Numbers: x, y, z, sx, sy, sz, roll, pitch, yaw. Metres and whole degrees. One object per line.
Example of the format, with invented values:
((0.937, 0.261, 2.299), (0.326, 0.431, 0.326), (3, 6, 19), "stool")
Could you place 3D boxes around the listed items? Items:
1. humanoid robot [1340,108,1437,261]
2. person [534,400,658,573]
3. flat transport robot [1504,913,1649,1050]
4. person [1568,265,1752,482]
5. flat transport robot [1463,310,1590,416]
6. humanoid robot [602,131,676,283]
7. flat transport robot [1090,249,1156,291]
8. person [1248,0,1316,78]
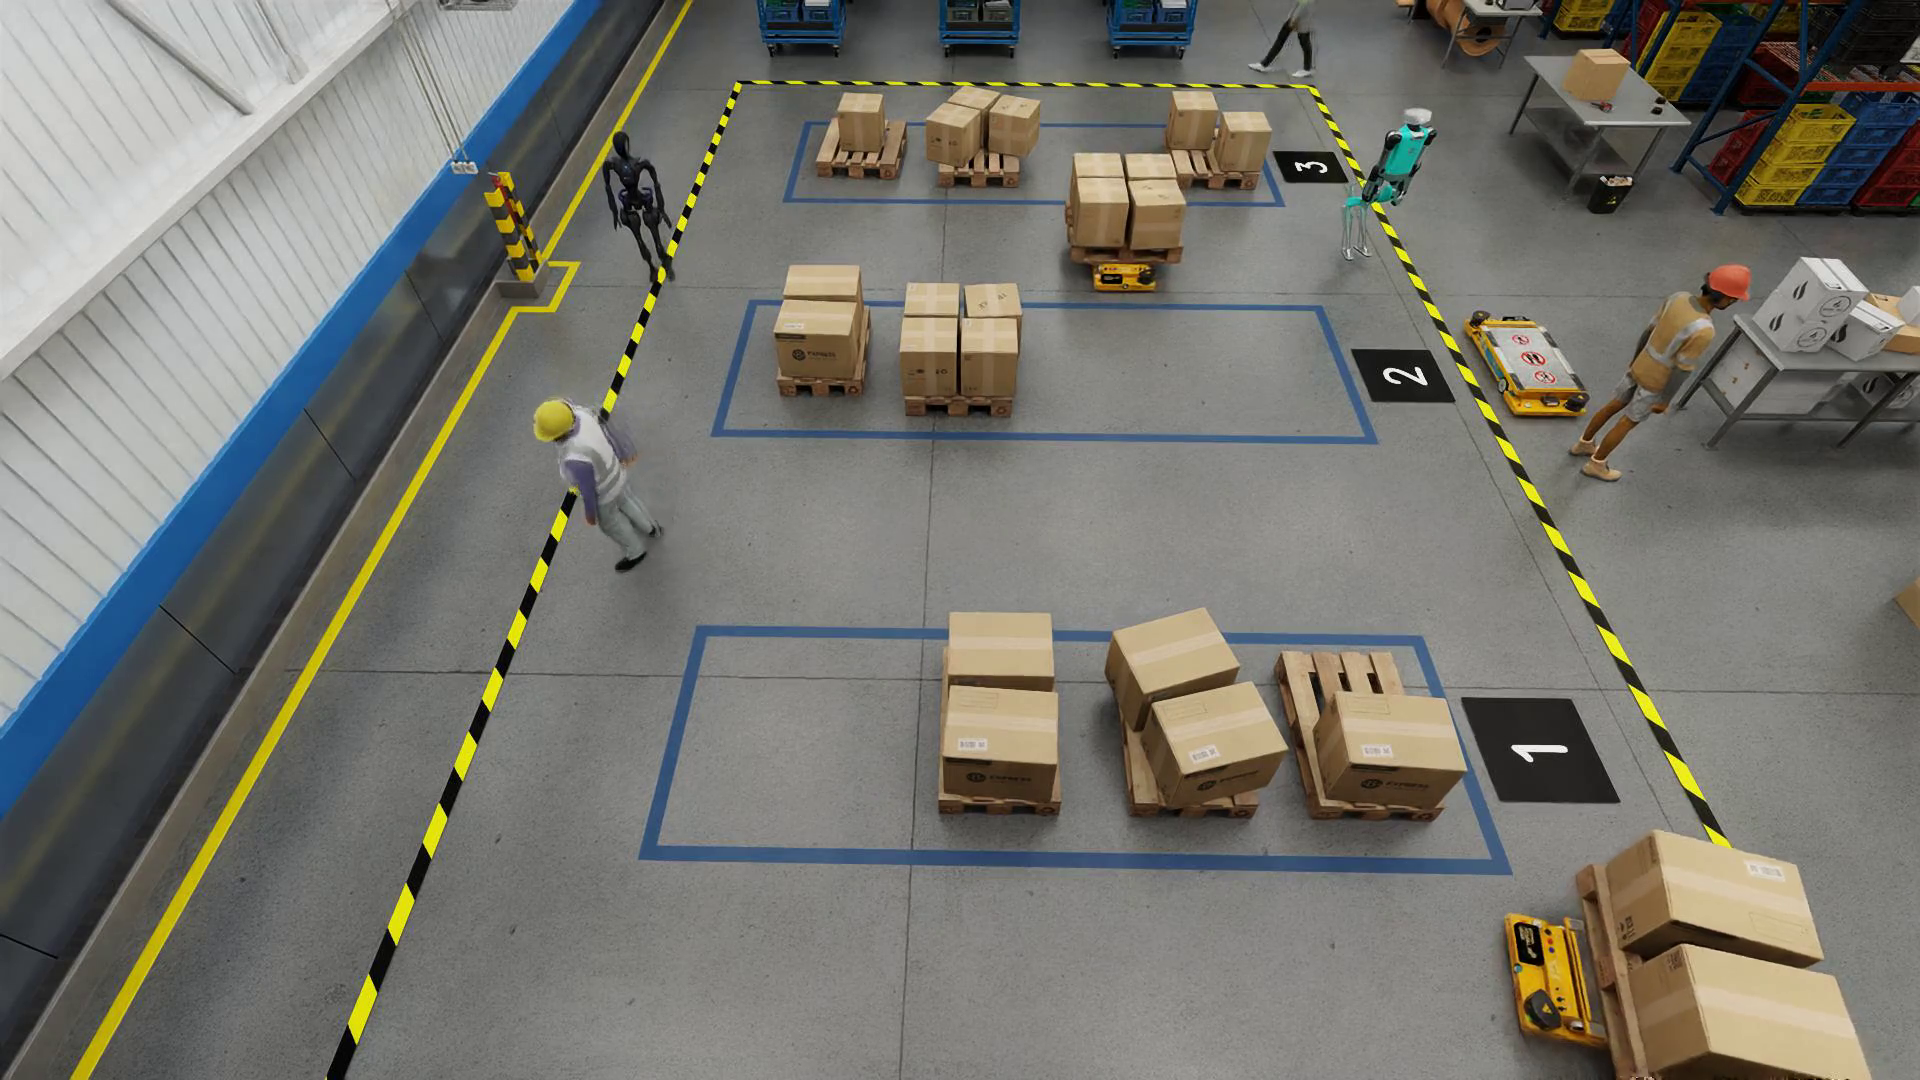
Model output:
((4.466, -3.853, 9.811), (0.533, 1.673, 0.735), (-11, 50, -9), "humanoid robot")
((-2.722, -0.444, 6.916), (0.443, 1.783, 0.693), (-6, 49, -5), "person")
((3.962, 2.618, 5.249), (1.431, 0.197, 0.652), (10, 50, 9), "flat transport robot")
((5.732, -1.354, 7.536), (0.387, 2.036, 0.613), (4, 49, 3), "person")
((5.573, -1.757, 9.054), (0.659, 0.231, 1.431), (1, 49, 1), "flat transport robot")
((-3.355, -3.447, 9.584), (0.600, 1.645, 0.368), (-7, 49, -6), "humanoid robot")
((1.807, -3.316, 10.385), (0.652, 0.197, 1.431), (1, 49, 1), "flat transport robot")
((4.796, -7.523, 13.029), (0.962, 1.799, 0.605), (1, 49, 1), "person")
